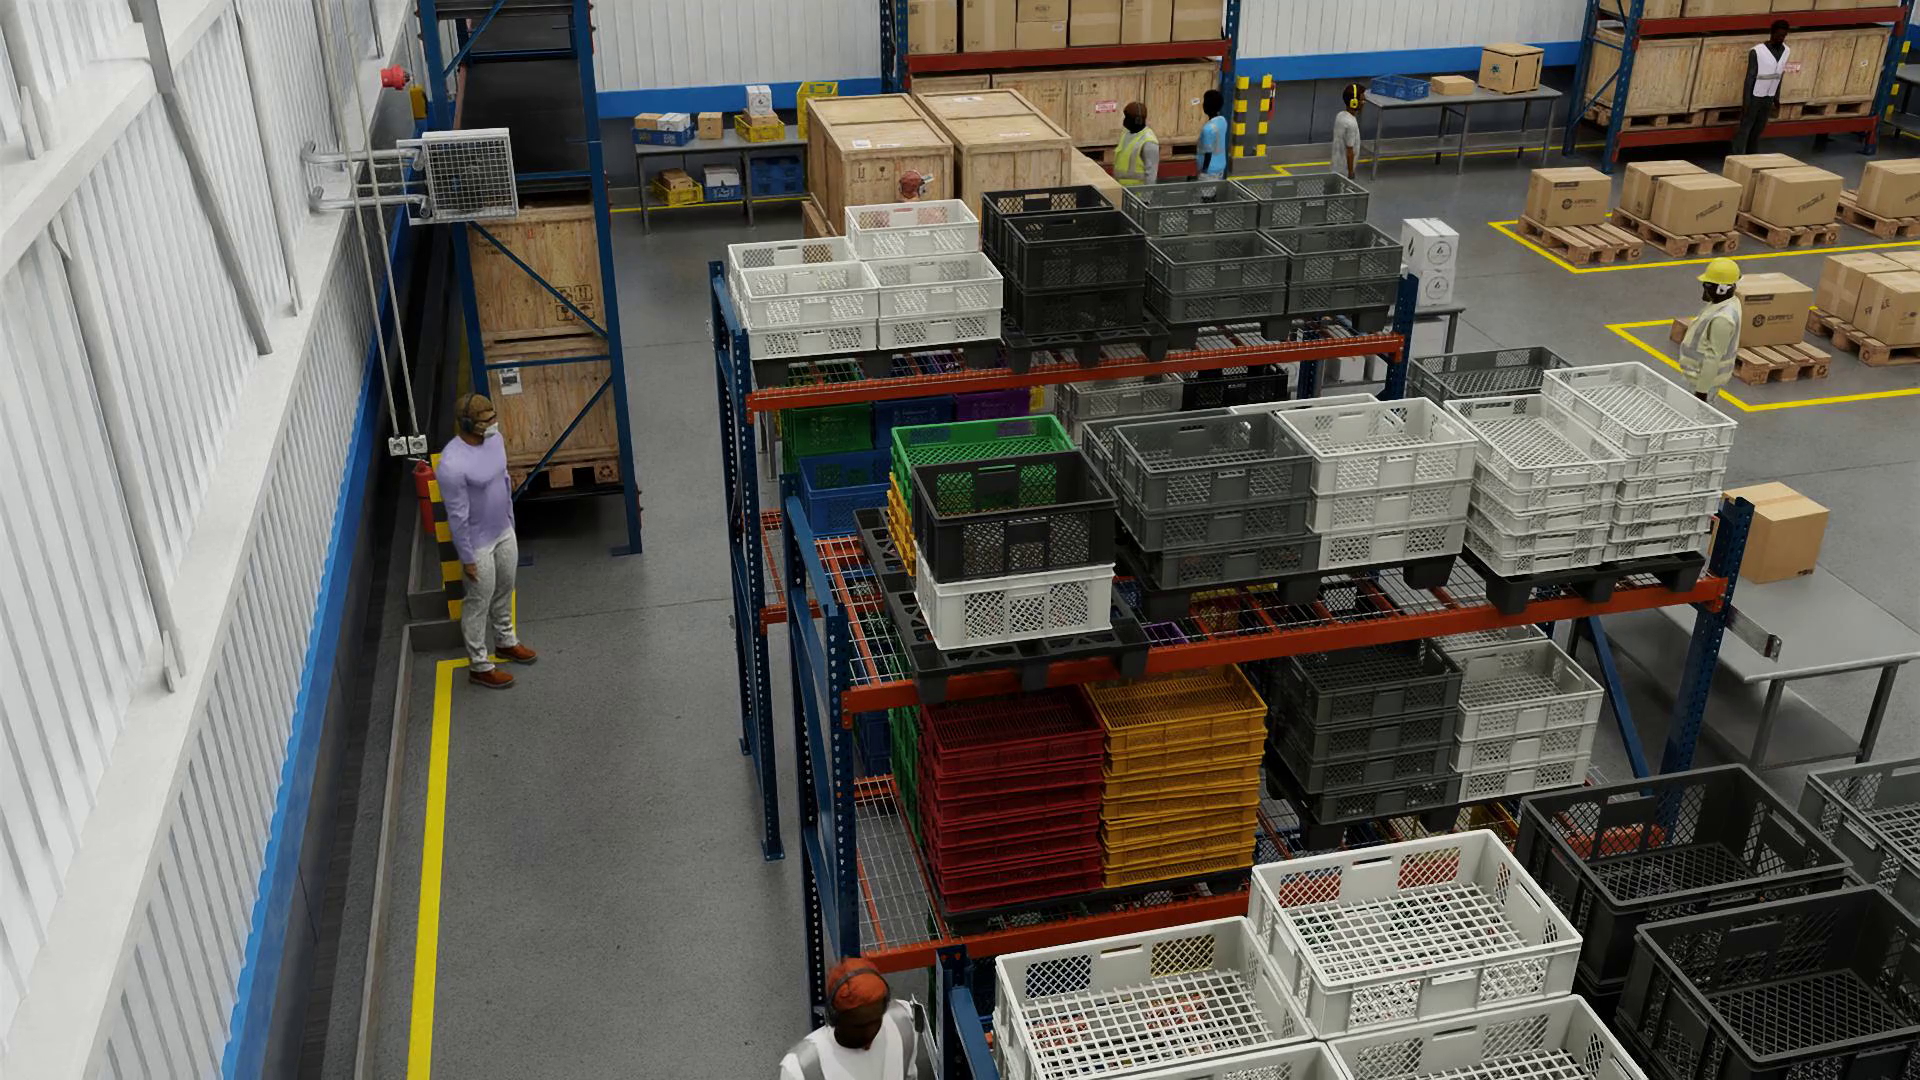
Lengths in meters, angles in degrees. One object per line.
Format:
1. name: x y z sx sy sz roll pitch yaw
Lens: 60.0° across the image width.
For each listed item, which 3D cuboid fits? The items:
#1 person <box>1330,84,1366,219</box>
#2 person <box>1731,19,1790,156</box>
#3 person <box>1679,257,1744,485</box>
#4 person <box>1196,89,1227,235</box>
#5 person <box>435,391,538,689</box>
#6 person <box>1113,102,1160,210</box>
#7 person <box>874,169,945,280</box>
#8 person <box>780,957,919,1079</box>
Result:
1. person: 4.118 -3.922 17.756 0.328 1.872 0.514 -3 28 -6
2. person: 9.975 -5.511 20.724 0.587 1.914 0.392 -11 30 -20
3. person: 5.731 -1.293 12.816 0.403 1.824 0.589 12 30 21
4. person: 2.738 -4.073 18.224 0.317 1.695 0.540 11 30 21
5. person: -2.937 -0.018 10.291 0.364 1.931 0.635 8 29 16
6. person: 1.788 -3.593 17.162 0.430 1.843 0.625 -10 30 -19
7. person: -0.420 -2.336 14.724 0.636 1.900 0.400 6 28 11
8. person: -0.369 2.256 6.018 0.584 1.882 0.337 -21 34 -34
